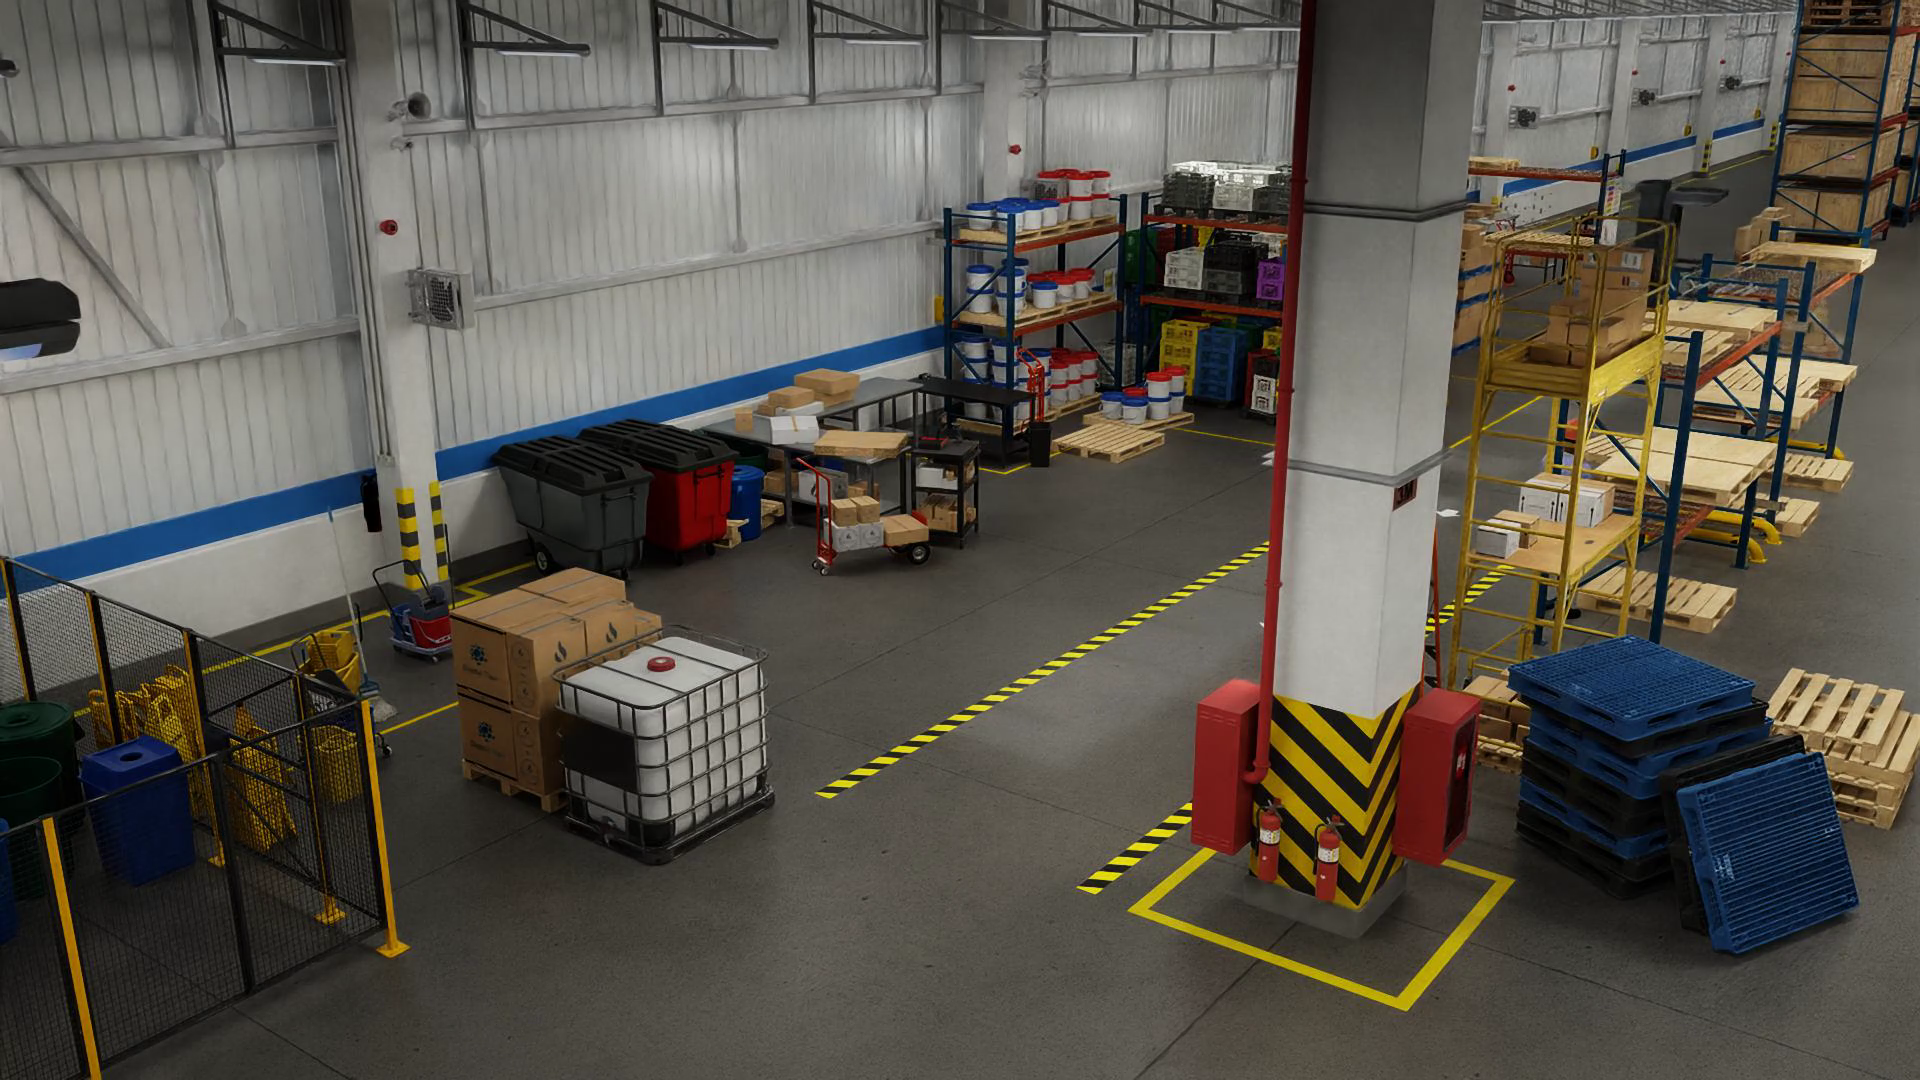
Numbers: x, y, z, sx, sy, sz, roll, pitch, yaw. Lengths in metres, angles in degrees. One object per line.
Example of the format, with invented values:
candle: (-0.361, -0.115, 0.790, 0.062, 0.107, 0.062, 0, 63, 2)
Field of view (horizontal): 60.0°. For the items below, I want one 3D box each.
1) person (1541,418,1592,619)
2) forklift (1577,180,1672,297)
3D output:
person: (5.721, -0.203, 15.733, 0.358, 1.938, 0.548, -11, 21, -30)
forklift: (11.235, -4.464, 27.280, 1.873, 2.768, 1.129, 11, 21, 31)
